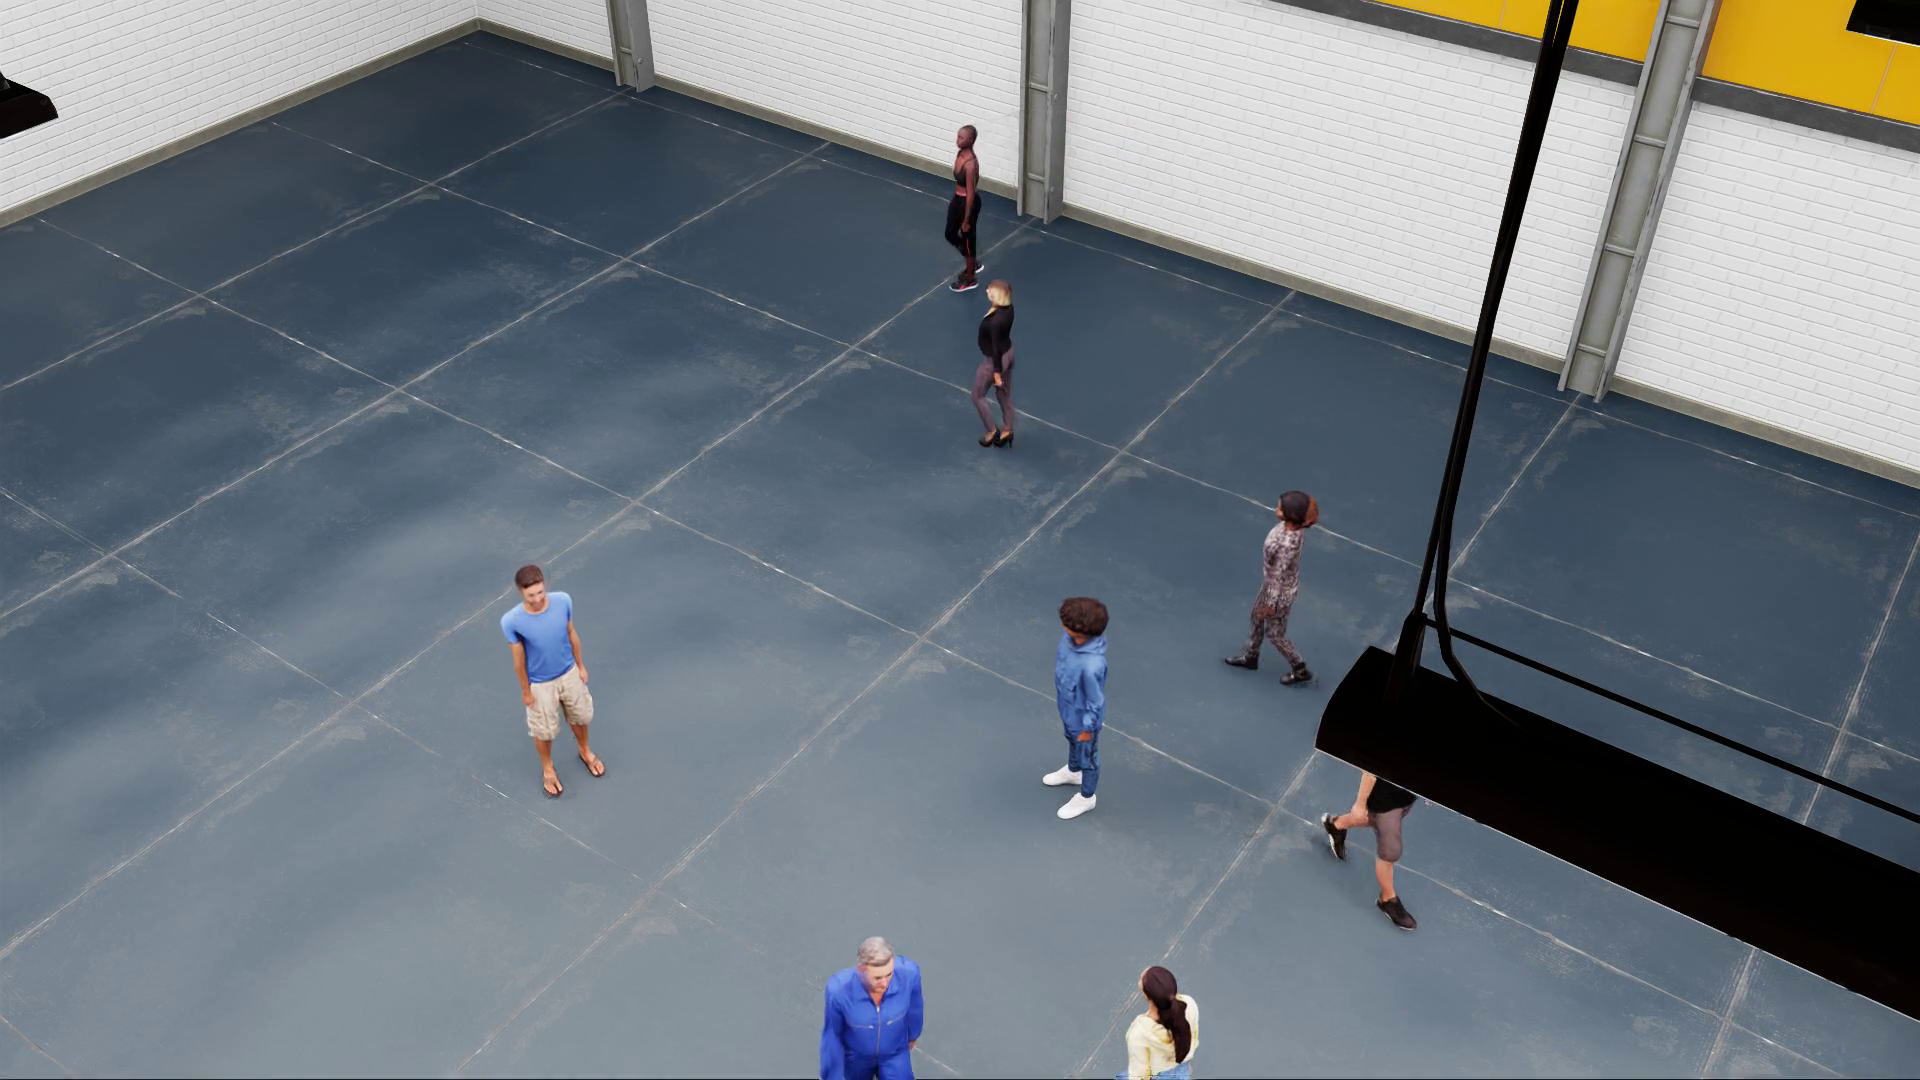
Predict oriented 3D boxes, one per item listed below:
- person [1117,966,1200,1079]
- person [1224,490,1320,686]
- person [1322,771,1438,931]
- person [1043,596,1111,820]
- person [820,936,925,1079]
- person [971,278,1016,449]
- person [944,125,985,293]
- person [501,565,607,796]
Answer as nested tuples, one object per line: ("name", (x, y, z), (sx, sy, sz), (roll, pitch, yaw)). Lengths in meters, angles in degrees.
("person", (1.082, 2.913, 8.744), (0.902, 1.585, 1.132), (-22, 44, -25))
("person", (2.334, 0.367, 11.833), (0.969, 1.707, 0.757), (10, 40, 12))
("person", (2.618, 1.506, 10.303), (0.958, 1.837, 1.251), (-23, 44, -26))
("person", (0.796, 1.066, 10.882), (0.808, 1.803, 0.734), (-8, 39, -10))
("person", (-0.483, 2.645, 8.904), (0.996, 1.804, 1.056), (-5, 39, -6))
("person", (0.400, -1.469, 14.170), (0.632, 1.661, 0.640), (16, 41, 19))
("person", (0.150, -3.270, 16.350), (0.798, 1.754, 0.725), (-12, 40, -14))
("person", (-2.732, 0.880, 11.068), (0.706, 1.861, 0.677), (-24, 45, -27))
